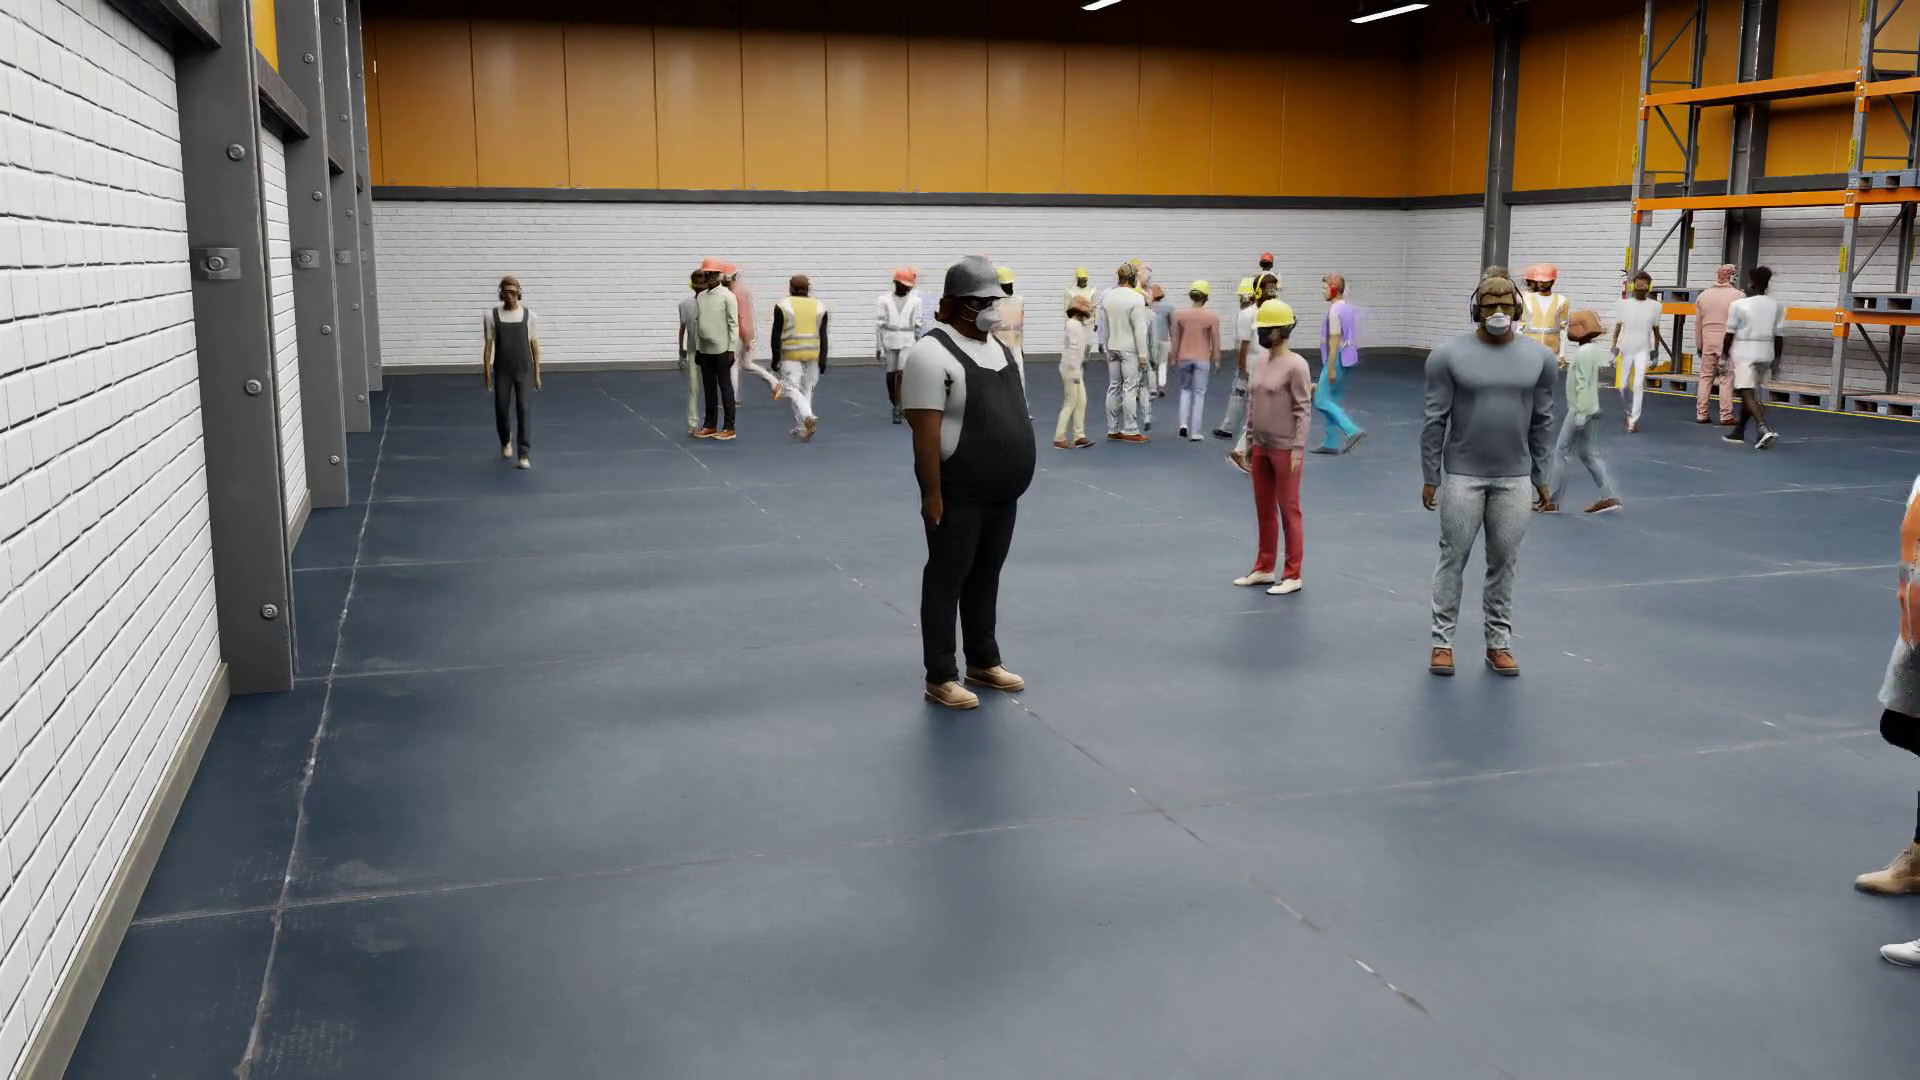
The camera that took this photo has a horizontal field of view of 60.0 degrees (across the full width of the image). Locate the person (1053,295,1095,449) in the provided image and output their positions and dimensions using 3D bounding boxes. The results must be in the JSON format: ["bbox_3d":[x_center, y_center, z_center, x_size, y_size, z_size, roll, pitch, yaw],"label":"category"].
[{"bbox_3d":[1.232,-1.755,17.414,0.466,1.607,0.554,1,10,8],"label":"person"}]

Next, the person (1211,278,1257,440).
[{"bbox_3d":[3.179,-1.928,17.939,0.591,1.785,0.972,-8,12,-37],"label":"person"}]

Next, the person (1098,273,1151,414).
[{"bbox_3d":[2.086,-2.505,20.944,0.678,1.872,0.865,0,10,1],"label":"person"}]

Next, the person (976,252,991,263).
[{"bbox_3d":[0.313,-3.249,24.781,0.386,2.045,0.605,4,11,22],"label":"person"}]

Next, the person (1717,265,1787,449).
[{"bbox_3d":[8.394,-1.928,17.518,0.601,1.921,1.001,-1,10,-8],"label":"person"}]

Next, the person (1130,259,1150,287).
[{"bbox_3d":[3.277,-4.312,31.269,0.585,1.928,0.370,0,10,-1],"label":"person"}]

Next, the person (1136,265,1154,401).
[{"bbox_3d":[2.414,-2.832,22.916,0.682,1.896,0.405,-5,11,-28],"label":"person"}]

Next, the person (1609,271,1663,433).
[{"bbox_3d":[7.777,-2.170,19.149,0.521,1.846,0.858,5,11,28],"label":"person"}]

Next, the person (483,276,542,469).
[{"bbox_3d":[-4.289,-1.614,15.955,0.530,1.826,0.760,-3,10,-16],"label":"person"}]

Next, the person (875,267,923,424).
[{"bbox_3d":[-0.741,-2.366,20.149,0.579,1.882,0.833,0,10,-1],"label":"person"}]

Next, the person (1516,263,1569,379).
[{"bbox_3d":[6.432,-2.091,18.409,0.542,1.931,0.376,2,10,12],"label":"person"}]

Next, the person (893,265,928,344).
[{"bbox_3d":[-0.577,-2.469,20.719,0.500,1.890,0.605,-2,10,-10],"label":"person"}]

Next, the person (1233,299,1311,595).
[{"bbox_3d":[1.876,-0.554,9.990,0.330,1.765,0.533,-5,11,-26],"label":"person"}]

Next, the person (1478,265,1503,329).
[{"bbox_3d":[6.537,-2.380,20.178,0.939,1.910,0.629,6,11,31],"label":"person"}]

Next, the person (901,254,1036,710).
[{"bbox_3d":[0.082,-0.271,7.554,0.539,2.000,0.688,7,12,35],"label":"person"}]

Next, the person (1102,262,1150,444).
[{"bbox_3d":[1.785,-2.006,17.896,0.373,1.940,0.629,-7,12,-36],"label":"person"}]

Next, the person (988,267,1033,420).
[{"bbox_3d":[0.542,-2.433,20.565,0.594,1.879,0.962,-6,11,-30],"label":"person"}]

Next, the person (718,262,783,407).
[{"bbox_3d":[-2.799,-2.718,22.062,0.893,1.941,0.628,-1,10,-7],"label":"person"}]

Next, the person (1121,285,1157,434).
[{"bbox_3d":[1.939,-2.027,18.655,0.494,1.721,0.348,-3,10,-17],"label":"person"}]

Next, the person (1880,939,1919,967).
[{"bbox_3d":[2.862,0.323,4.468,0.392,1.920,0.588,0,10,2],"label":"person"}]

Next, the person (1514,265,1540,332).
[{"bbox_3d":[6.481,-2.220,19.211,0.621,1.914,0.549,4,10,20],"label":"person"}]

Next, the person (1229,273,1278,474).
[{"bbox_3d":[2.762,-1.507,15.265,0.383,1.850,0.528,6,12,31],"label":"person"}]

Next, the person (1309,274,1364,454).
[{"bbox_3d":[3.799,-1.754,16.743,0.472,1.826,0.573,5,11,26],"label":"person"}]

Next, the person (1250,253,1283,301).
[{"bbox_3d":[5.634,-4.267,30.682,0.608,2.044,0.371,3,10,15],"label":"person"}]

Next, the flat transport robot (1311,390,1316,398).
[{"bbox_3d":[4.470,-2.019,22.791,0.652,0.197,1.431,4,11,22],"label":"flat transport robot"}]

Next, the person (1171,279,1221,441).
[{"bbox_3d":[2.570,-1.950,18.111,0.552,1.749,0.439,4,11,24],"label":"person"}]

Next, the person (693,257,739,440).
[{"bbox_3d":[-2.690,-2.101,18.267,0.622,1.996,0.369,8,12,37],"label":"person"}]

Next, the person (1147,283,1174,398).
[{"bbox_3d":[2.766,-2.808,23.458,0.526,1.618,0.343,1,10,3],"label":"person"}]

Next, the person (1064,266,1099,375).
[{"bbox_3d":[2.042,-3.702,28.073,0.604,1.820,0.515,-1,10,-6],"label":"person"}]

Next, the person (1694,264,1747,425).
[{"bbox_3d":[9.065,-2.315,19.772,0.409,1.907,0.651,-7,12,-34],"label":"person"}]

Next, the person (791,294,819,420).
[{"bbox_3d":[-1.969,-2.282,20.383,0.529,1.623,0.426,-5,11,-29],"label":"person"}]

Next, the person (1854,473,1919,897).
[{"bbox_3d":[3.177,0.304,5.247,0.548,1.679,0.542,0,10,-1],"label":"person"}]

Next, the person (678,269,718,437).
[{"bbox_3d":[-2.884,-2.082,18.546,0.531,1.867,0.321,-2,10,-13],"label":"person"}]

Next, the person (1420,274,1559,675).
[{"bbox_3d":[2.542,-0.305,8.042,0.635,1.937,0.352,1,10,3],"label":"person"}]

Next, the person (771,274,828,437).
[{"bbox_3d":[-1.724,-1.997,18.216,0.637,1.819,0.735,-6,11,-30],"label":"person"}]

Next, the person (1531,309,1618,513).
[{"bbox_3d":[4.843,-0.998,13.009,0.698,1.606,0.517,5,11,27],"label":"person"}]
